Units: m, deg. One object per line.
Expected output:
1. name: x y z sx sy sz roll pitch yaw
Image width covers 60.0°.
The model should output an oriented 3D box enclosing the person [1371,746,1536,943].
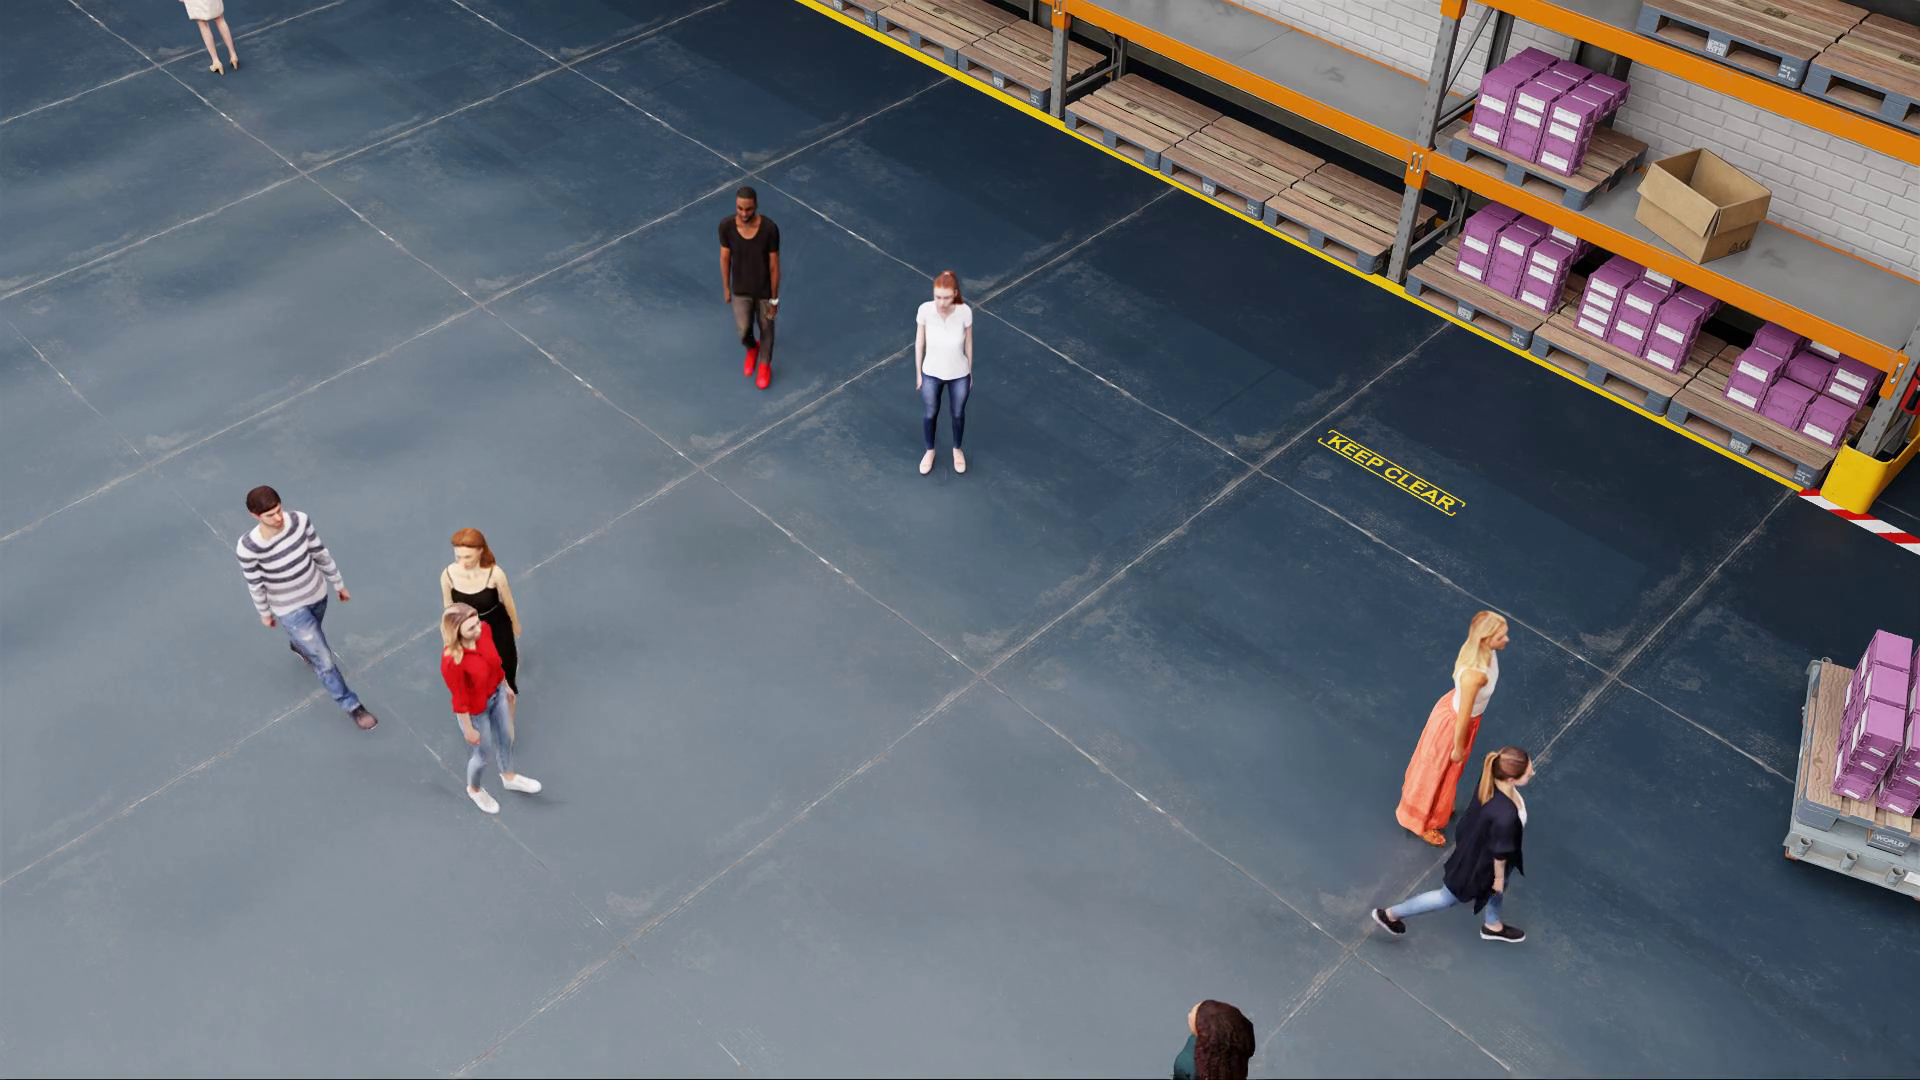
1. person: 2.766 1.723 9.113 1.197 1.649 1.024 8 44 8

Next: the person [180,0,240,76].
1. person: -7.611 -5.518 16.651 0.613 1.736 0.564 -30 51 -27

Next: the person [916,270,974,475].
1. person: -0.104 -1.222 12.140 0.639 1.738 0.705 1 44 1

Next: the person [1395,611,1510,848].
1. person: 2.891 1.066 9.692 0.680 1.802 0.694 20 47 20

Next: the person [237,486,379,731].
1. person: -4.215 0.326 10.473 1.277 1.796 0.779 28 50 26

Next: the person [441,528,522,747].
1. person: -2.964 0.502 10.431 1.001 1.599 1.050 0 44 0

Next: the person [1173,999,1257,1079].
1. person: 1.262 2.762 8.078 1.112 1.573 0.643 30 51 28

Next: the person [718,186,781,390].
1. person: -1.576 -2.020 12.938 0.787 1.793 0.848 2 44 3

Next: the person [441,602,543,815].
1. person: -2.853 0.966 9.861 0.781 1.713 0.749 13 45 13
